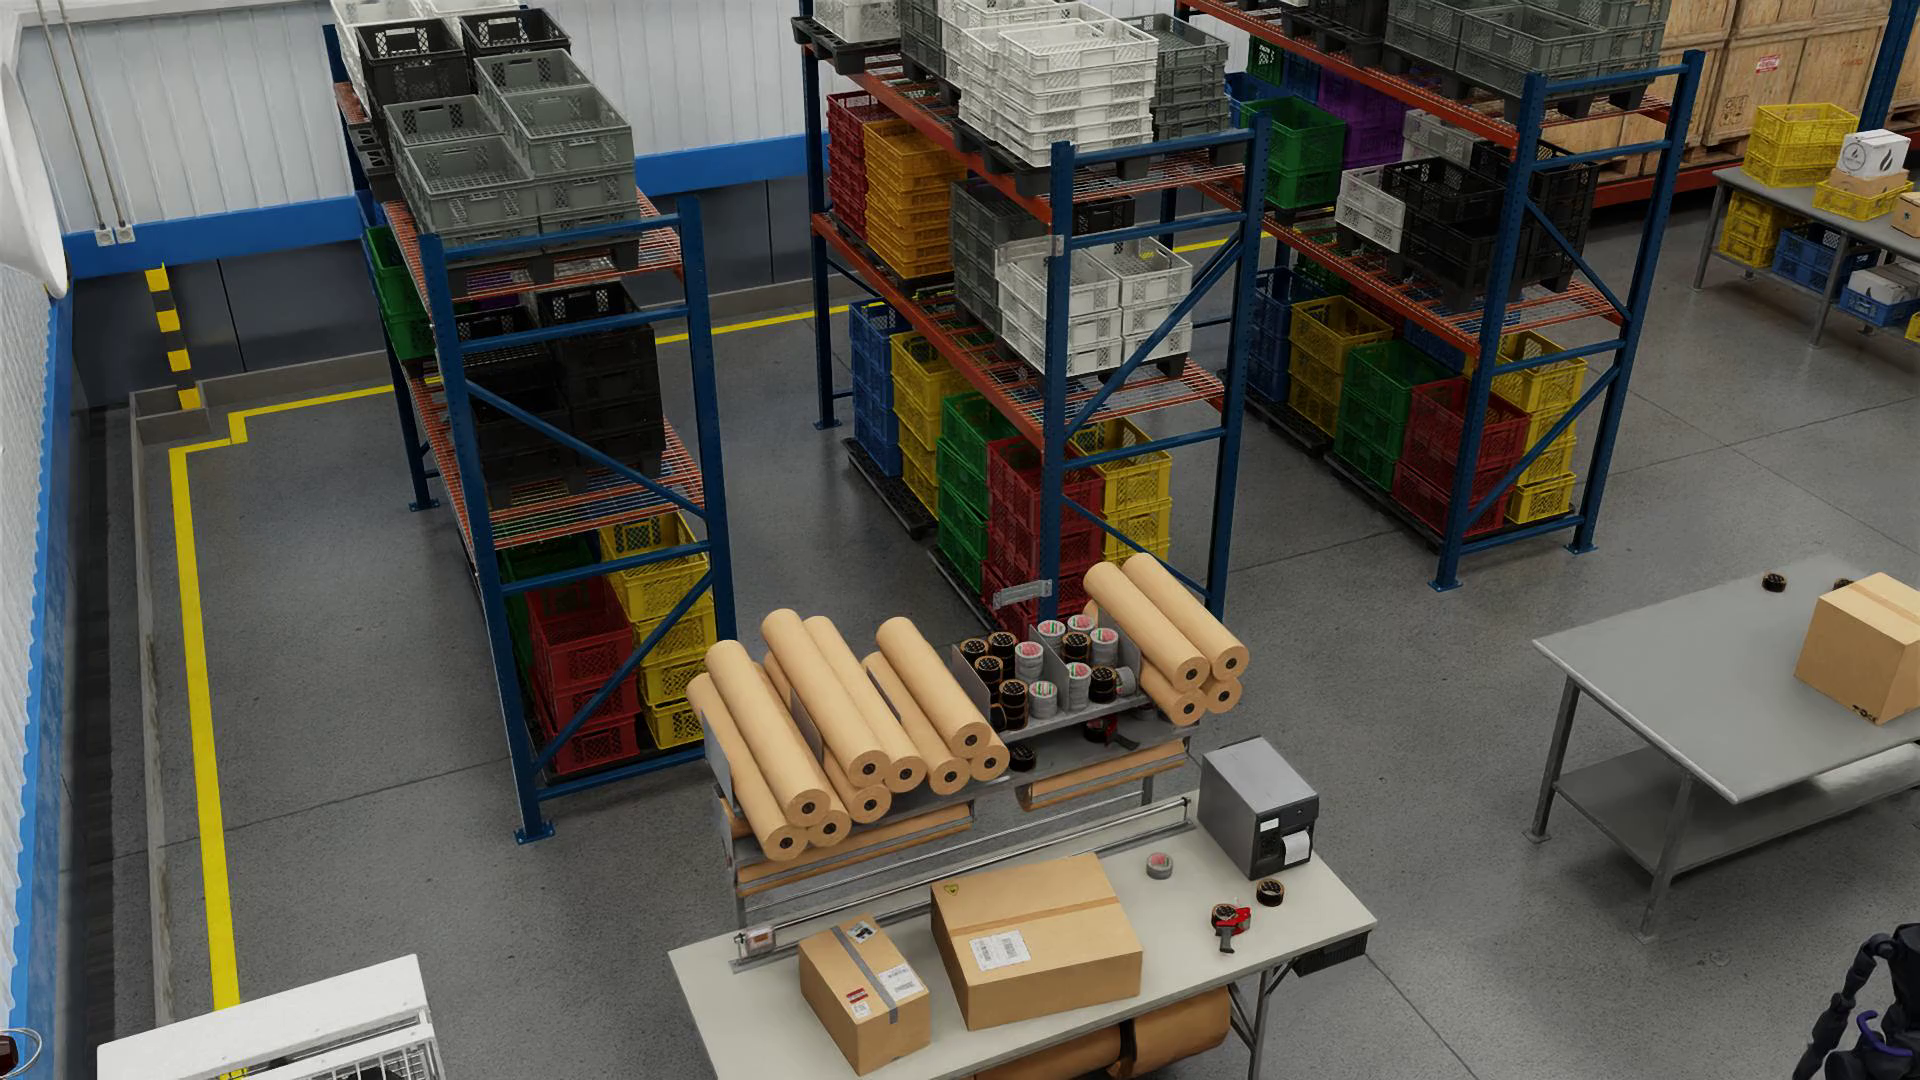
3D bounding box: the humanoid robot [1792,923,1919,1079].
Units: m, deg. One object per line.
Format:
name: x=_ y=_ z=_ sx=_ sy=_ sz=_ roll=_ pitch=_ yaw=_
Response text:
humanoid robot: x=3.221 y=1.777 z=5.739 sx=0.579 sy=1.652 sz=0.316 roll=-1 pitch=32 yaw=-2
